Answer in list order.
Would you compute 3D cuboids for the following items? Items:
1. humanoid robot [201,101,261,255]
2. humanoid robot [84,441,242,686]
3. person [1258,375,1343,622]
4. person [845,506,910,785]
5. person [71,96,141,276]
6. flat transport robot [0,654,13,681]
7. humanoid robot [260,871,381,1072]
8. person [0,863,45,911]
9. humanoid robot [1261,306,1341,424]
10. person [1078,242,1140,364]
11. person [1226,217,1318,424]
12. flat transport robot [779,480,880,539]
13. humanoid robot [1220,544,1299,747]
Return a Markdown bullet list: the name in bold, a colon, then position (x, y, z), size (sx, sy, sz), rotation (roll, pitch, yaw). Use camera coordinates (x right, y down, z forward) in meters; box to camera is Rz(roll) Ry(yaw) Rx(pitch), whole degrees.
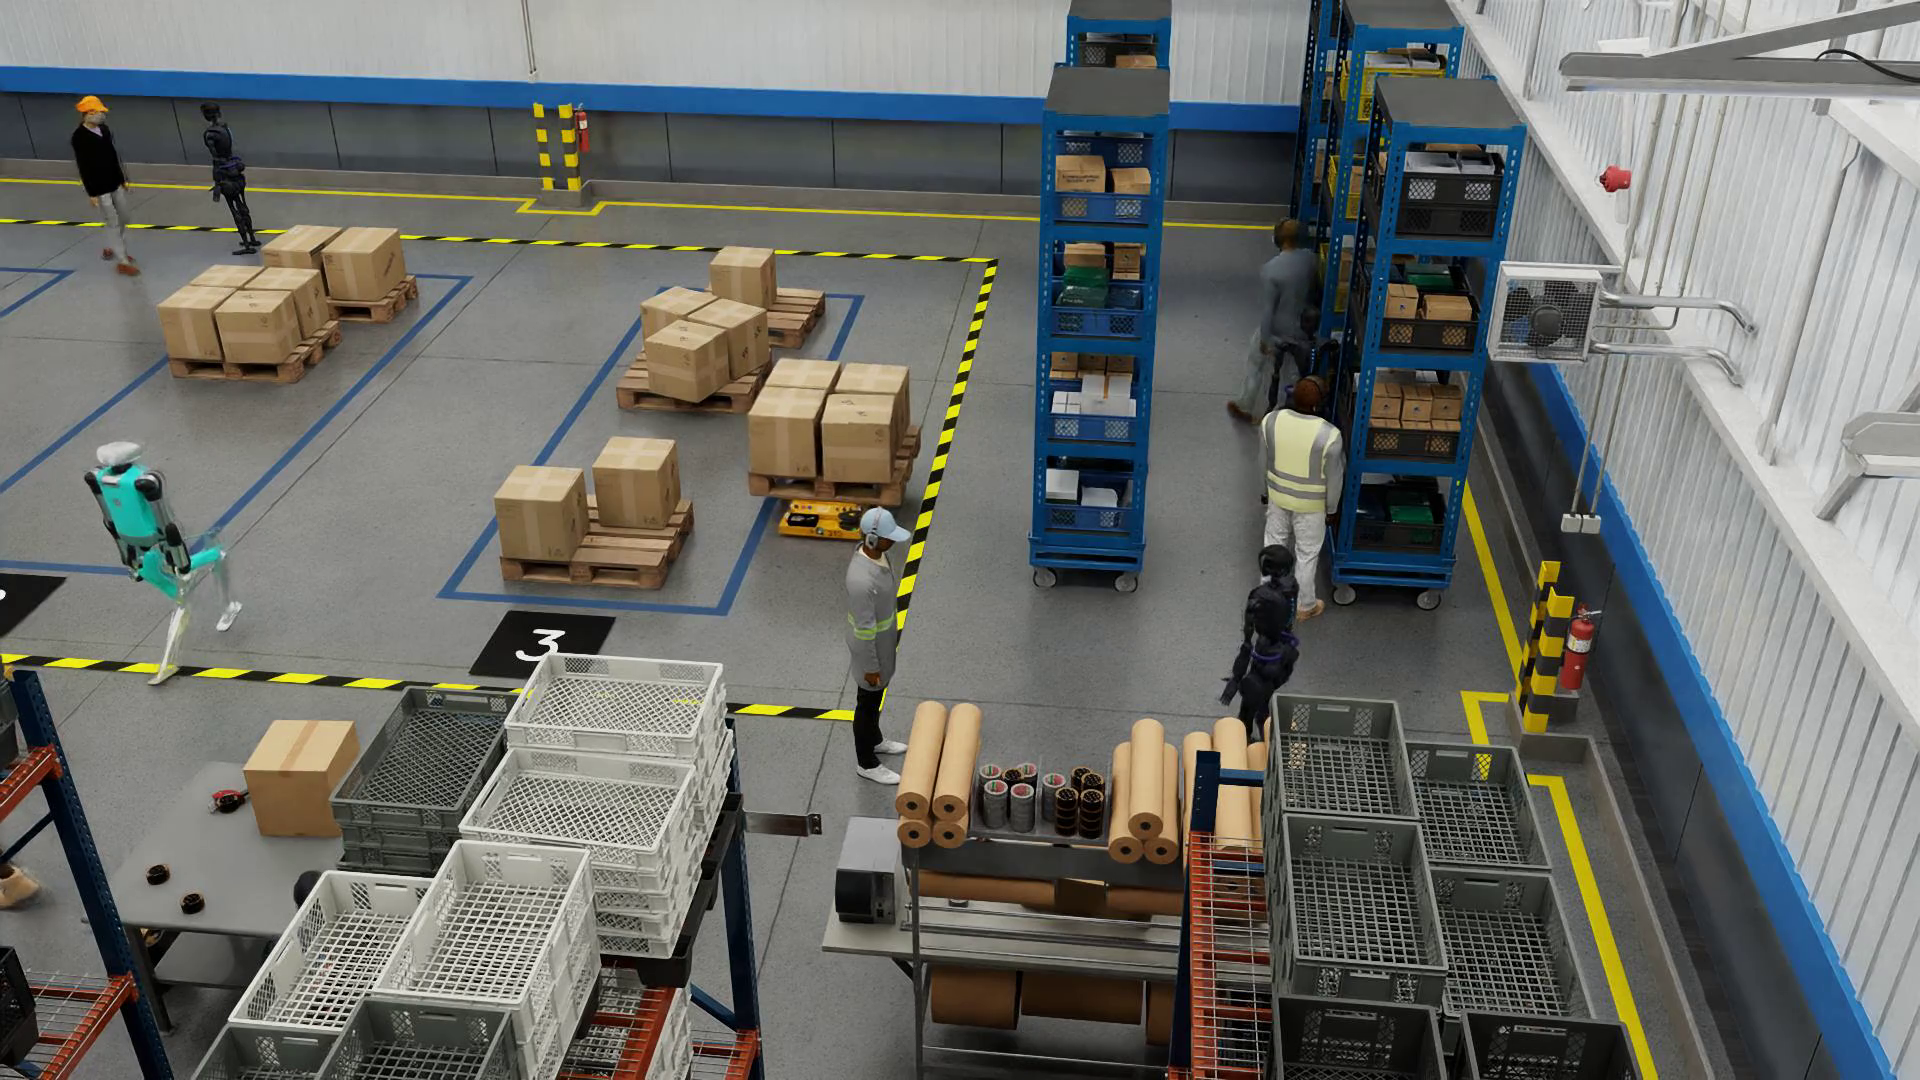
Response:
- **humanoid robot**: position (-7.926, -3.925, 18.002), size (0.315, 1.655, 0.599), rotation (-1, 30, -2)
- **humanoid robot**: position (-5.282, 0.038, 11.211), size (0.543, 1.768, 1.075), rotation (8, 31, 14)
- **person**: position (2.369, -0.294, 11.614), size (0.619, 1.845, 0.430), rotation (20, 36, 31)
- **person**: position (-0.486, 0.618, 10.040), size (0.392, 1.850, 0.587), rotation (3, 30, 6)
- **person**: position (-9.022, -3.714, 17.477), size (0.502, 1.864, 0.632), rotation (1, 30, 2)
- **flat transport robot**: position (-7.142, 0.969, 11.010), size (1.431, 0.231, 0.659), rotation (3, 30, 6)
- **humanoid robot**: position (-2.864, 2.157, 7.592), size (0.601, 1.634, 0.695), rotation (-13, 33, -22)
- **person**: position (-5.652, 1.212, 8.898), size (1.065, 1.983, 0.658), rotation (-5, 31, -9)
- **humanoid robot**: position (2.687, -1.052, 13.070), size (0.599, 1.653, 0.315), rotation (-2, 30, -3)
- **person**: position (1.228, -1.628, 13.791), size (0.606, 1.966, 0.375), rotation (-6, 31, -11)
- **person**: position (2.693, -1.841, 14.211), size (0.644, 1.908, 0.868), rotation (-16, 34, -26)
- **flat transport robot**: position (-0.989, -0.457, 13.431), size (0.652, 0.197, 1.431), rotation (4, 30, 7)
- **humanoid robot**: position (1.835, 0.751, 10.012), size (0.456, 1.643, 0.584), rotation (23, 37, 34)
